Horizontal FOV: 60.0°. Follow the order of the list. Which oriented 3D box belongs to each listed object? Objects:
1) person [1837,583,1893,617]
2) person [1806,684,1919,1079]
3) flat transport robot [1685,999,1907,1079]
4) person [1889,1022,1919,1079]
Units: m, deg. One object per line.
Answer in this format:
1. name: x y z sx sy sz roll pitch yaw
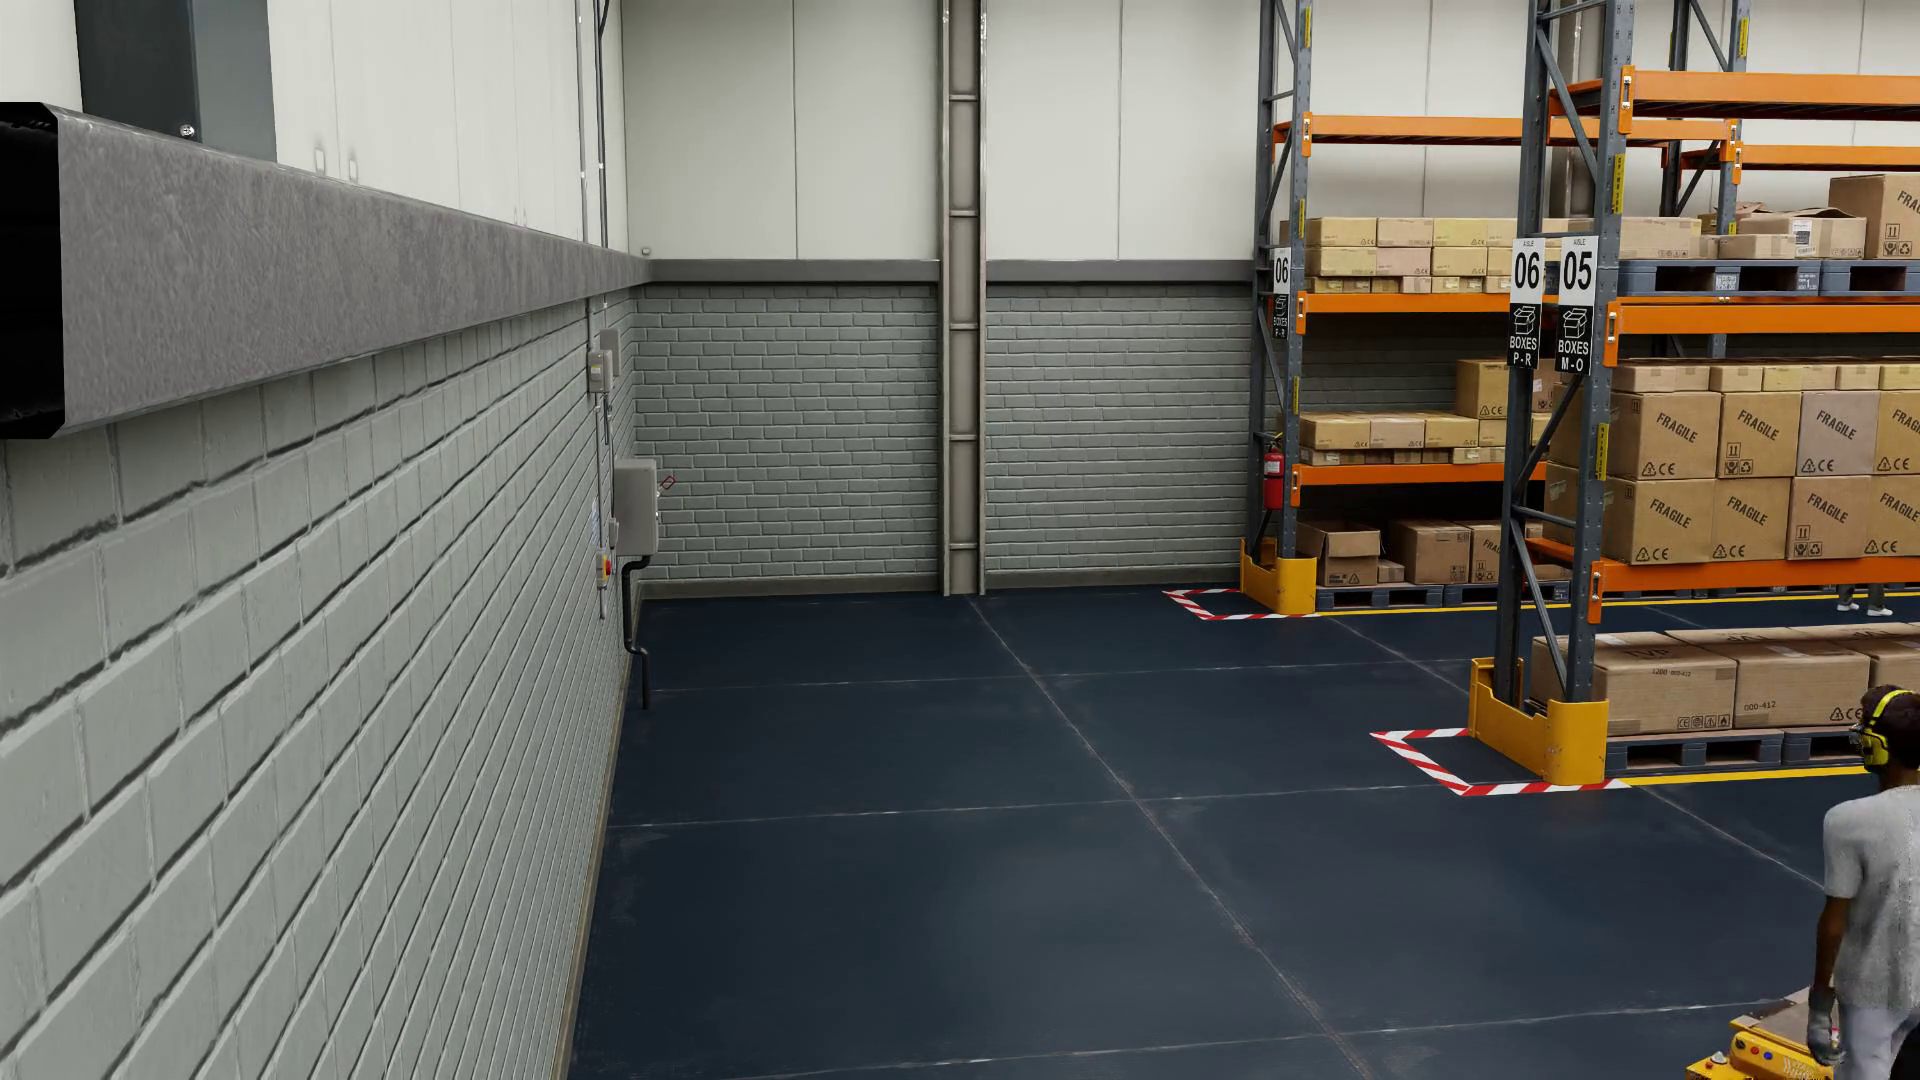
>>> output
1. person: 8.033 -0.284 14.631 0.398 1.918 0.588 -6 11 -33
2. person: 2.746 1.349 4.858 0.529 1.837 0.899 -2 10 -14
3. flat transport robot: 3.434 1.899 6.229 1.431 0.197 0.652 -6 11 -34
4. person: 2.987 1.276 5.079 0.763 1.889 0.626 3 10 17
